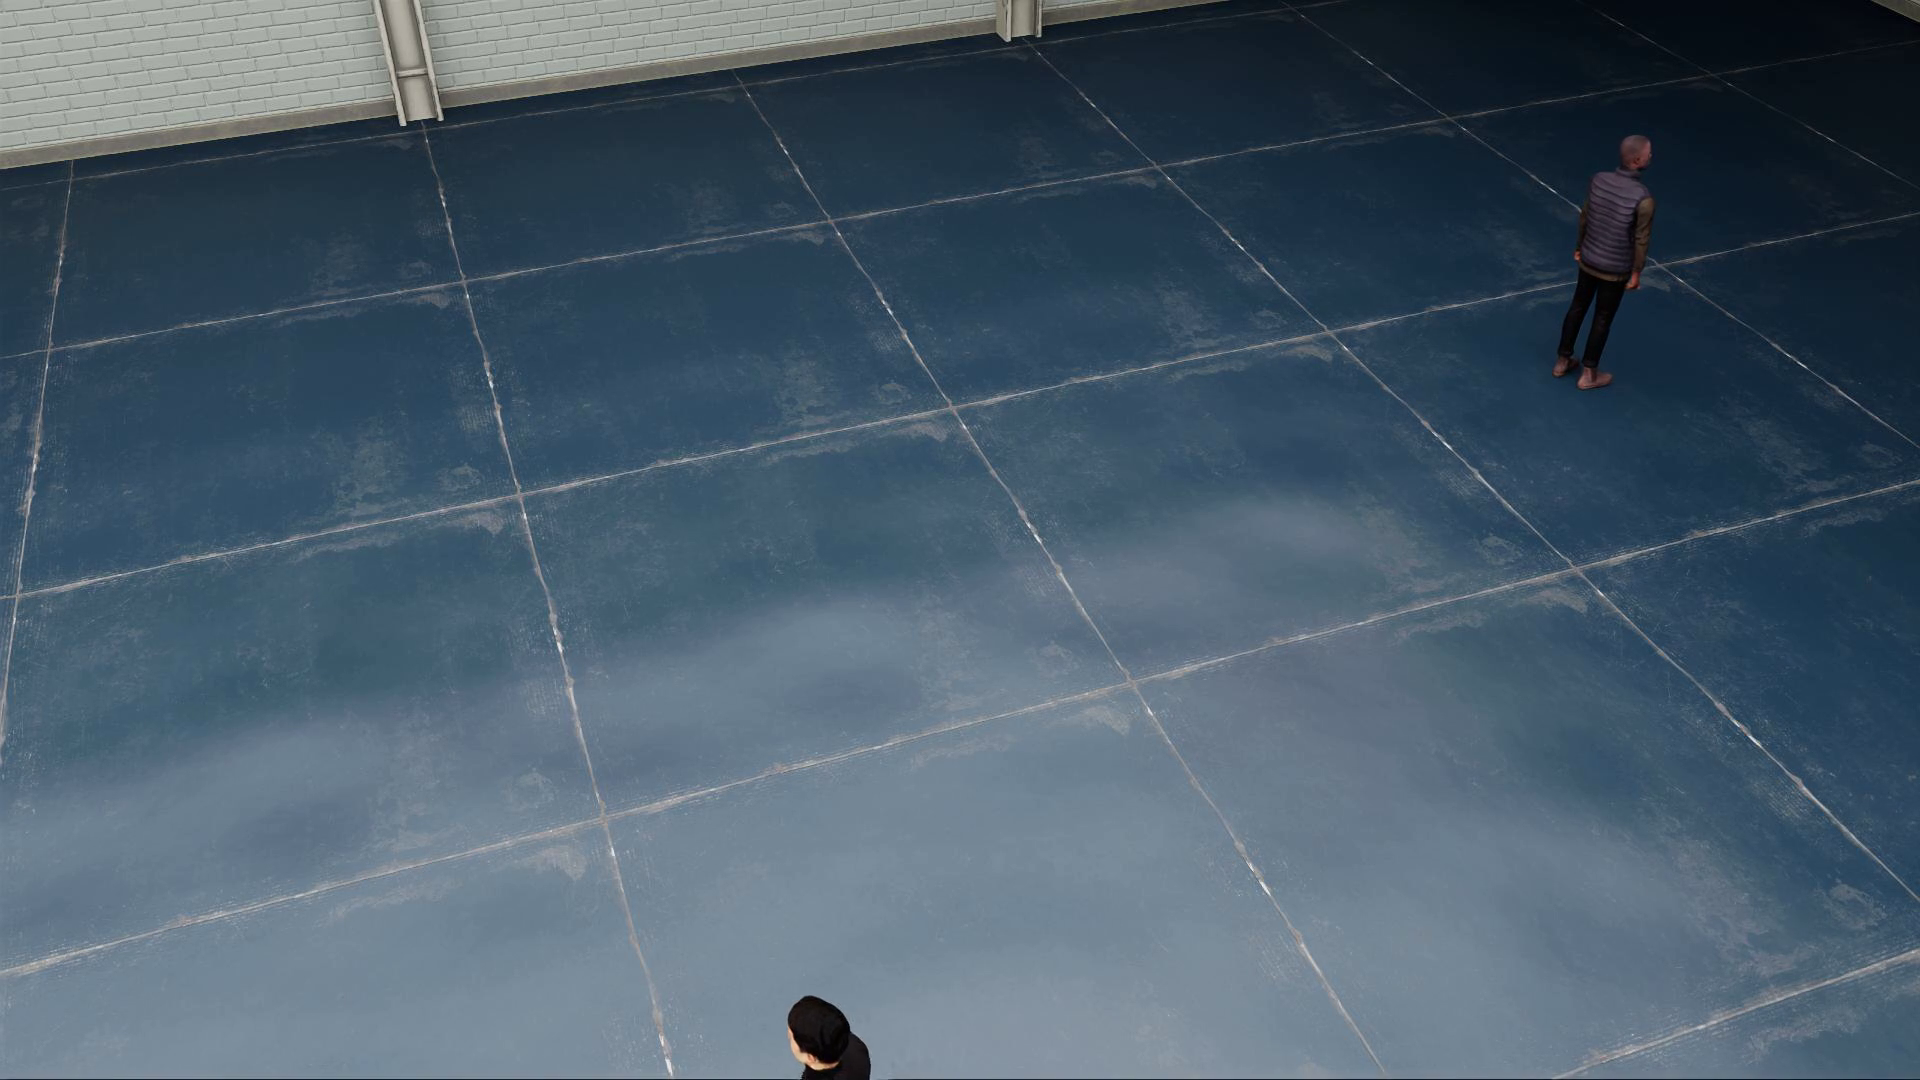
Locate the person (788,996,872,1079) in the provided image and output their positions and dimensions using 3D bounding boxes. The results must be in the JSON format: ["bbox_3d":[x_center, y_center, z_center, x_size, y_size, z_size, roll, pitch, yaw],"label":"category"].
[{"bbox_3d":[-0.377,2.311,6.139,1.181,1.687,1.071,13,40,16],"label":"person"}]

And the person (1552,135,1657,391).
[{"bbox_3d":[4.420,-1.899,11.398,0.652,1.837,0.741,-21,43,-24],"label":"person"}]
